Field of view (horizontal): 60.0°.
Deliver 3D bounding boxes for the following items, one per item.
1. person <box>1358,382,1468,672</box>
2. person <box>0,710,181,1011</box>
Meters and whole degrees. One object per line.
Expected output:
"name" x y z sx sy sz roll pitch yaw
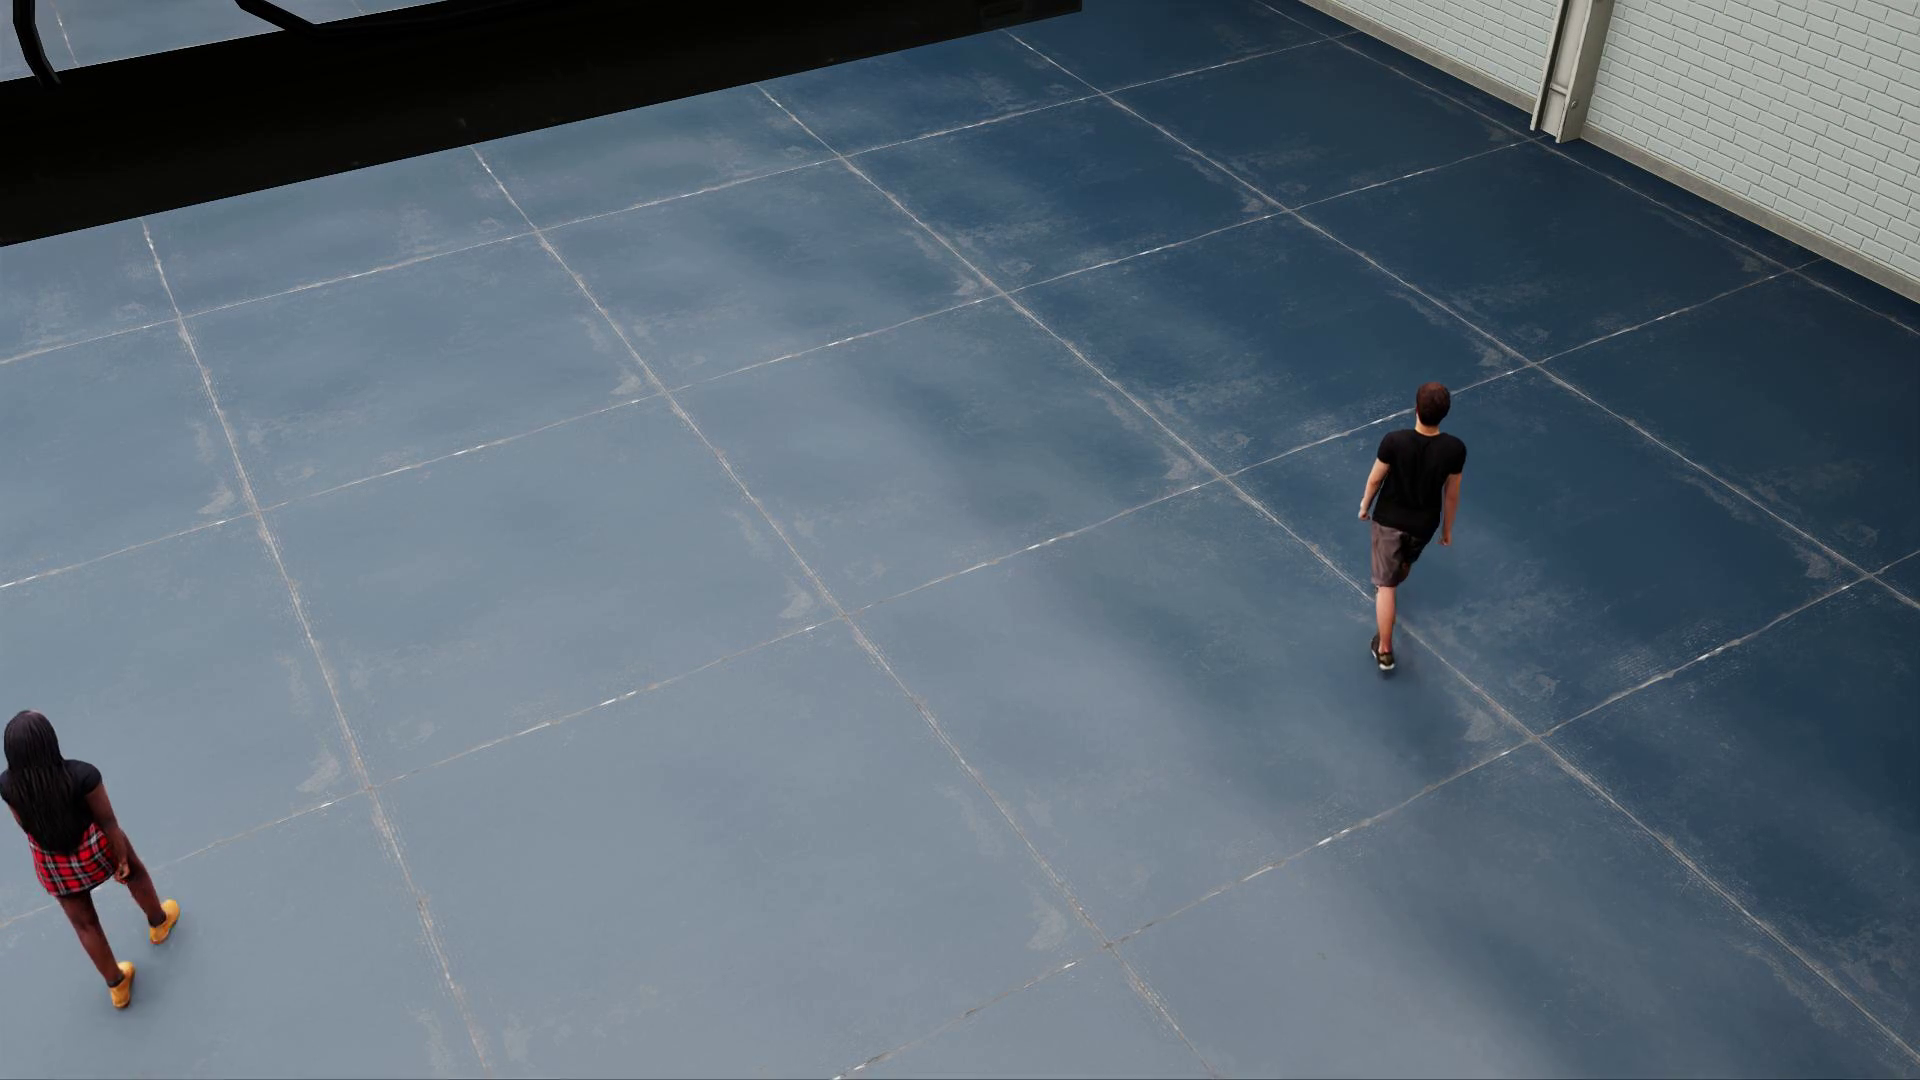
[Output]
"person" 2.614 -0.049 9.775 1.130 1.813 1.287 3 38 4
"person" -4.136 1.560 7.808 0.692 1.702 0.888 -12 40 -15
